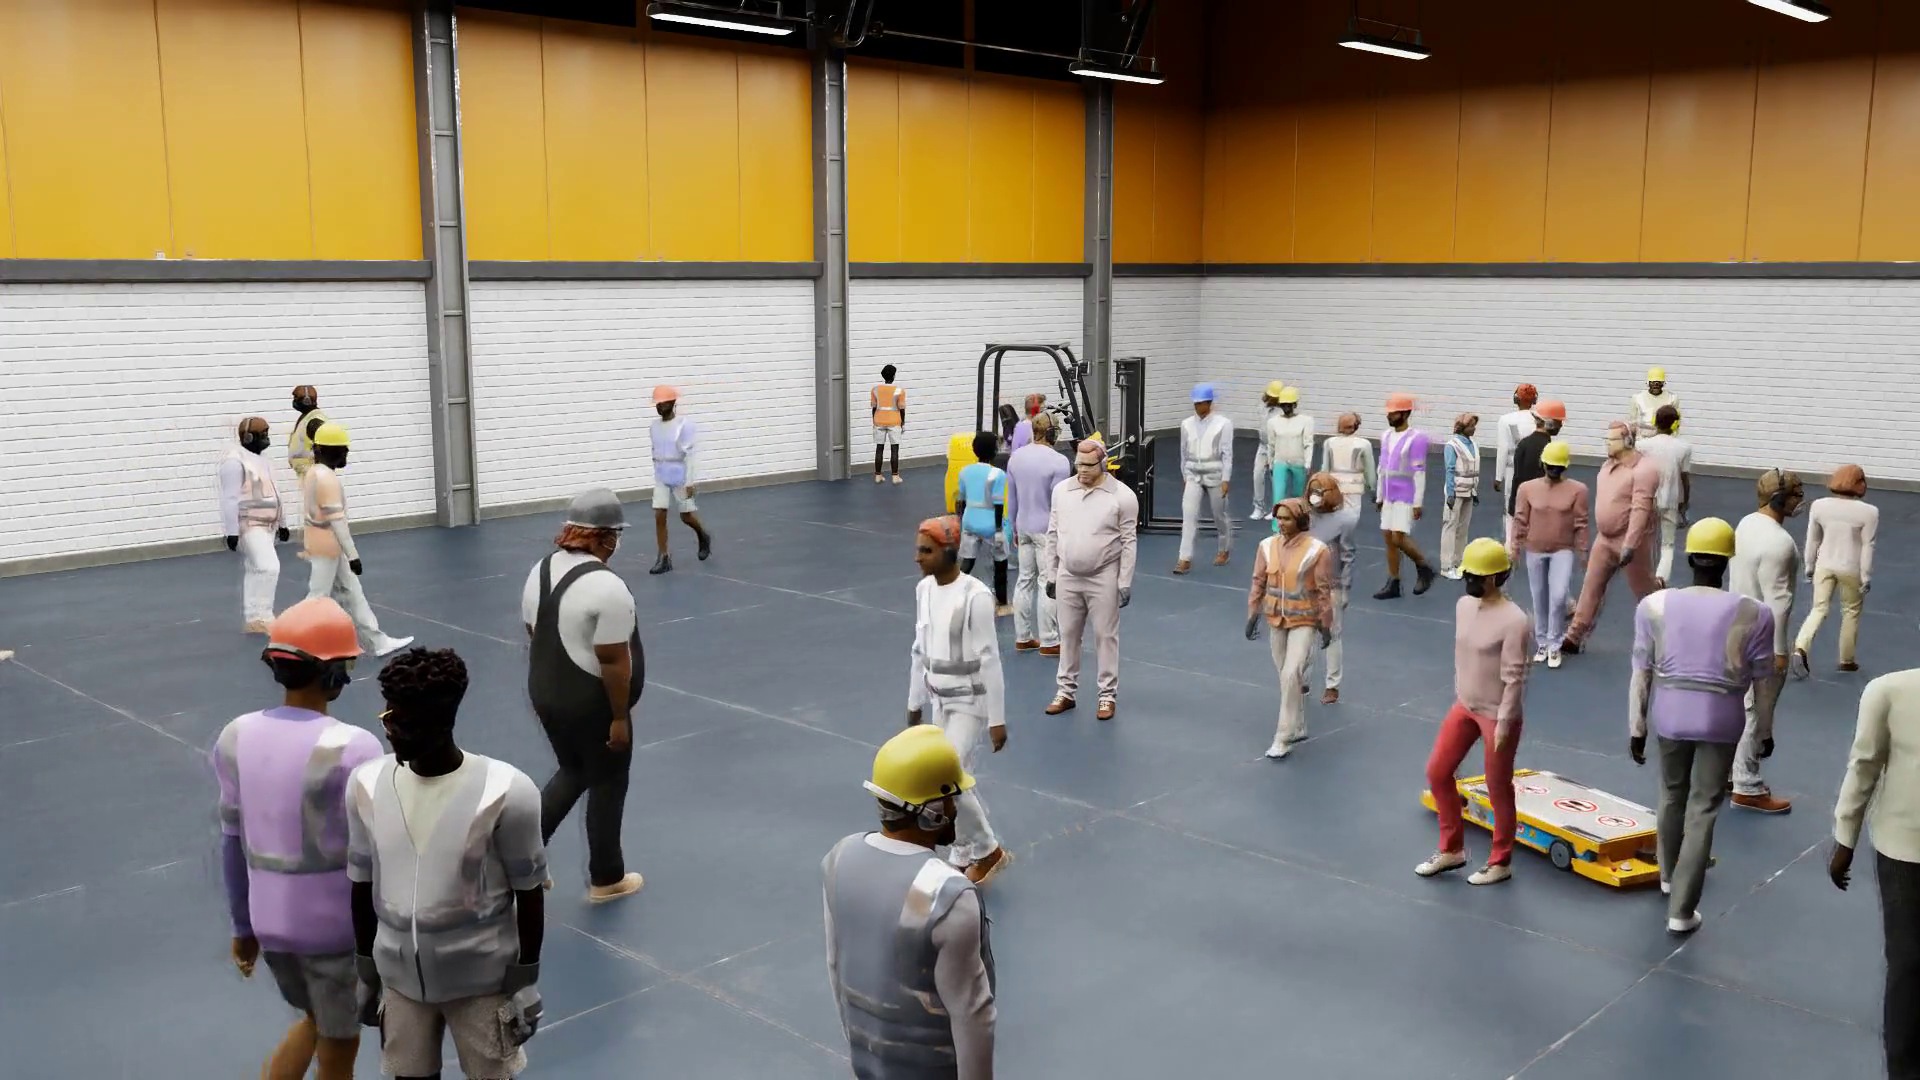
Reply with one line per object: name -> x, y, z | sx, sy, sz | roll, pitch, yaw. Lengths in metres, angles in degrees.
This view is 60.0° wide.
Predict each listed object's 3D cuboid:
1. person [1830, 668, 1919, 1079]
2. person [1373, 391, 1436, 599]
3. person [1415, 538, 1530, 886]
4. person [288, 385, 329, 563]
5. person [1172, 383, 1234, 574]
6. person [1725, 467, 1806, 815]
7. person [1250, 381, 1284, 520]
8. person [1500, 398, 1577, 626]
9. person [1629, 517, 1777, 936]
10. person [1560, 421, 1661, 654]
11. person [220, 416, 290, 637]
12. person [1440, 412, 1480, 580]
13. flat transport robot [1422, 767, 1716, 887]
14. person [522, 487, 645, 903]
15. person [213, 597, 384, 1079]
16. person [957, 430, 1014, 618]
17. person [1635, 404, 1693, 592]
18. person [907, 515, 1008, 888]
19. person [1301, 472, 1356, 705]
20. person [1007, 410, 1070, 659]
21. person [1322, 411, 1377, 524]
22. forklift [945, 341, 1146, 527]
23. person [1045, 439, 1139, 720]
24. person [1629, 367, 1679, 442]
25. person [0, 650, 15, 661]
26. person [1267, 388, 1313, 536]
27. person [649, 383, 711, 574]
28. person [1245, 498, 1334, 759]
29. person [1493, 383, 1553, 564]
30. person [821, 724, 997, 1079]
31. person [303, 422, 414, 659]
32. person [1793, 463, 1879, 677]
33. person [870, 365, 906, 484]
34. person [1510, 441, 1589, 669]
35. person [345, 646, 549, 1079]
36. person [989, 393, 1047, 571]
person -> 3.439, 1.127, 5.762 | 0.645, 1.952, 0.932 | 2, 10, 13
person -> 4.046, -0.401, 15.234 | 0.501, 1.925, 0.546 | -4, 10, -23
person -> 2.502, 0.850, 8.110 | 0.599, 1.739, 0.545 | -4, 10, -21
person -> -6.732, -0.690, 17.267 | 0.430, 1.843, 0.625 | -6, 11, -32
person -> 2.492, -0.633, 16.748 | 0.612, 1.907, 0.991 | 6, 11, 32
person -> 4.500, 0.552, 9.352 | 0.352, 1.937, 0.635 | 1, 9, 8
person -> 3.732, -1.057, 19.911 | 0.647, 1.695, 0.510 | -9, 13, -44
person -> 4.969, -0.233, 14.139 | 0.977, 1.942, 0.626 | -2, 9, -12
person -> 3.472, 0.835, 7.760 | 0.598, 1.891, 0.873 | 7, 12, 36
person -> 5.147, -0.002, 13.001 | 1.004, 1.853, 0.658 | -3, 10, -17
person -> -5.727, -0.106, 13.725 | 0.596, 1.823, 0.661 | 1, 9, 4
person -> 4.918, -0.437, 16.334 | 0.511, 1.640, 0.308 | -9, 13, -43
flat transport robot -> 3.182, 1.473, 8.802 | 0.652, 0.197, 1.431 | -4, 10, -25
person -> -1.806, 0.736, 7.915 | 0.711, 2.000, 0.664 | 8, 12, 39
person -> -2.015, 1.188, 5.222 | 0.606, 2.026, 0.479 | 4, 10, 25
person -> 0.156, -0.110, 14.259 | 0.537, 1.664, 0.844 | 8, 12, 41
person -> 6.207, -0.283, 14.768 | 0.530, 1.845, 0.651 | 4, 10, 25
person -> -0.019, 0.807, 8.019 | 0.424, 1.866, 0.652 | -6, 11, -33
person -> 2.514, 0.331, 11.639 | 0.506, 1.632, 0.267 | 7, 12, 38
person -> 0.632, -0.046, 13.020 | 0.356, 1.938, 0.633 | -8, 12, -42
person -> 3.911, -0.476, 16.650 | 0.528, 1.618, 0.655 | 8, 12, 41
forklift -> 0.977, -1.223, 19.452 | 2.313, 2.155, 1.214 | 2, 9, 11
person -> 0.863, 0.263, 11.242 | 0.636, 1.903, 0.406 | 4, 10, 24
person -> 8.646, -1.249, 20.755 | 0.593, 1.824, 0.403 | 2, 9, 12
person -> -7.834, 0.071, 12.695 | 0.881, 1.820, 0.519 | -4, 10, -25
person -> 3.690, -0.852, 18.640 | 0.528, 1.718, 0.926 | 3, 10, 15
person -> -2.850, -0.639, 16.761 | 0.548, 1.909, 0.826 | 4, 10, 22
person -> 2.009, 0.547, 10.386 | 0.544, 1.609, 0.743 | 9, 13, 44
person -> 5.725, -0.656, 16.925 | 0.579, 1.882, 0.342 | -1, 9, -5
person -> -0.109, 1.395, 4.508 | 0.404, 1.833, 0.590 | -9, 13, -43
person -> -4.653, 0.048, 12.608 | 0.971, 1.880, 0.602 | -4, 10, -24
person -> 6.499, 0.229, 12.349 | 0.735, 1.610, 0.504 | -7, 12, -38
person -> -1.011, -1.636, 23.529 | 0.529, 1.689, 0.320 | 3, 10, 15
person -> 4.485, 0.106, 12.677 | 0.566, 1.727, 0.588 | 5, 10, 26
person -> -1.515, 1.264, 4.909 | 0.609, 1.963, 0.369 | 1, 9, 8
person -> 0.735, -0.575, 16.710 | 0.992, 1.793, 0.586 | -2, 9, -13
